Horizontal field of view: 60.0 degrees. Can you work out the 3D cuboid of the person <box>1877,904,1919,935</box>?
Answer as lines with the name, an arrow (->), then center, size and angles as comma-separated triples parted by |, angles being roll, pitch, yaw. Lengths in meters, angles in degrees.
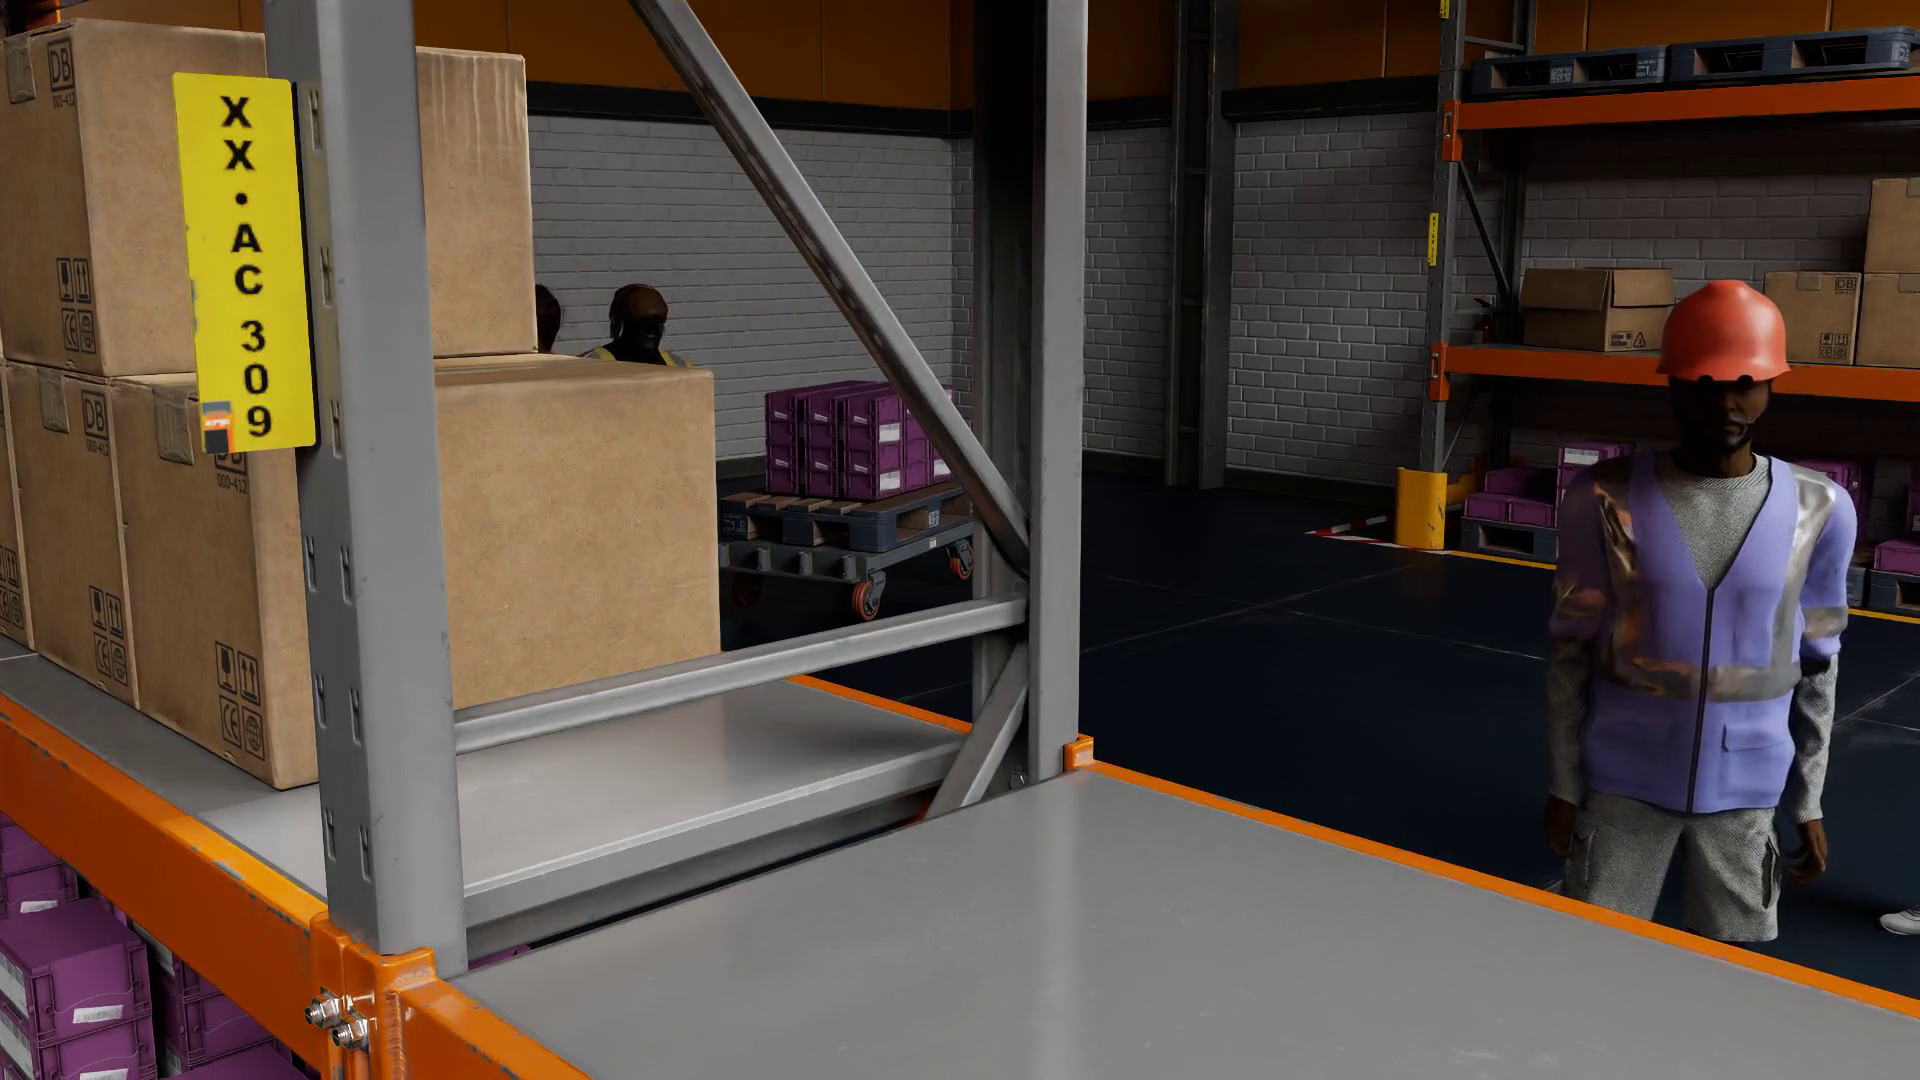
person -> 2.920, 0.241, 4.561 | 0.386, 1.918, 0.596 | -2, 11, -12

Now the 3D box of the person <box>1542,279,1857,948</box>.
person -> 1.430, 0.467, 3.277 | 0.543, 1.939, 0.370 | 3, 11, 15

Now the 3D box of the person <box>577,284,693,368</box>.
person -> -1.256, -0.083, 6.561 | 0.621, 1.838, 0.429 | -10, 14, -44

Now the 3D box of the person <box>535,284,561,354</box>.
person -> -1.435, 0.058, 5.714 | 0.342, 1.866, 0.530 | 3, 11, 17
